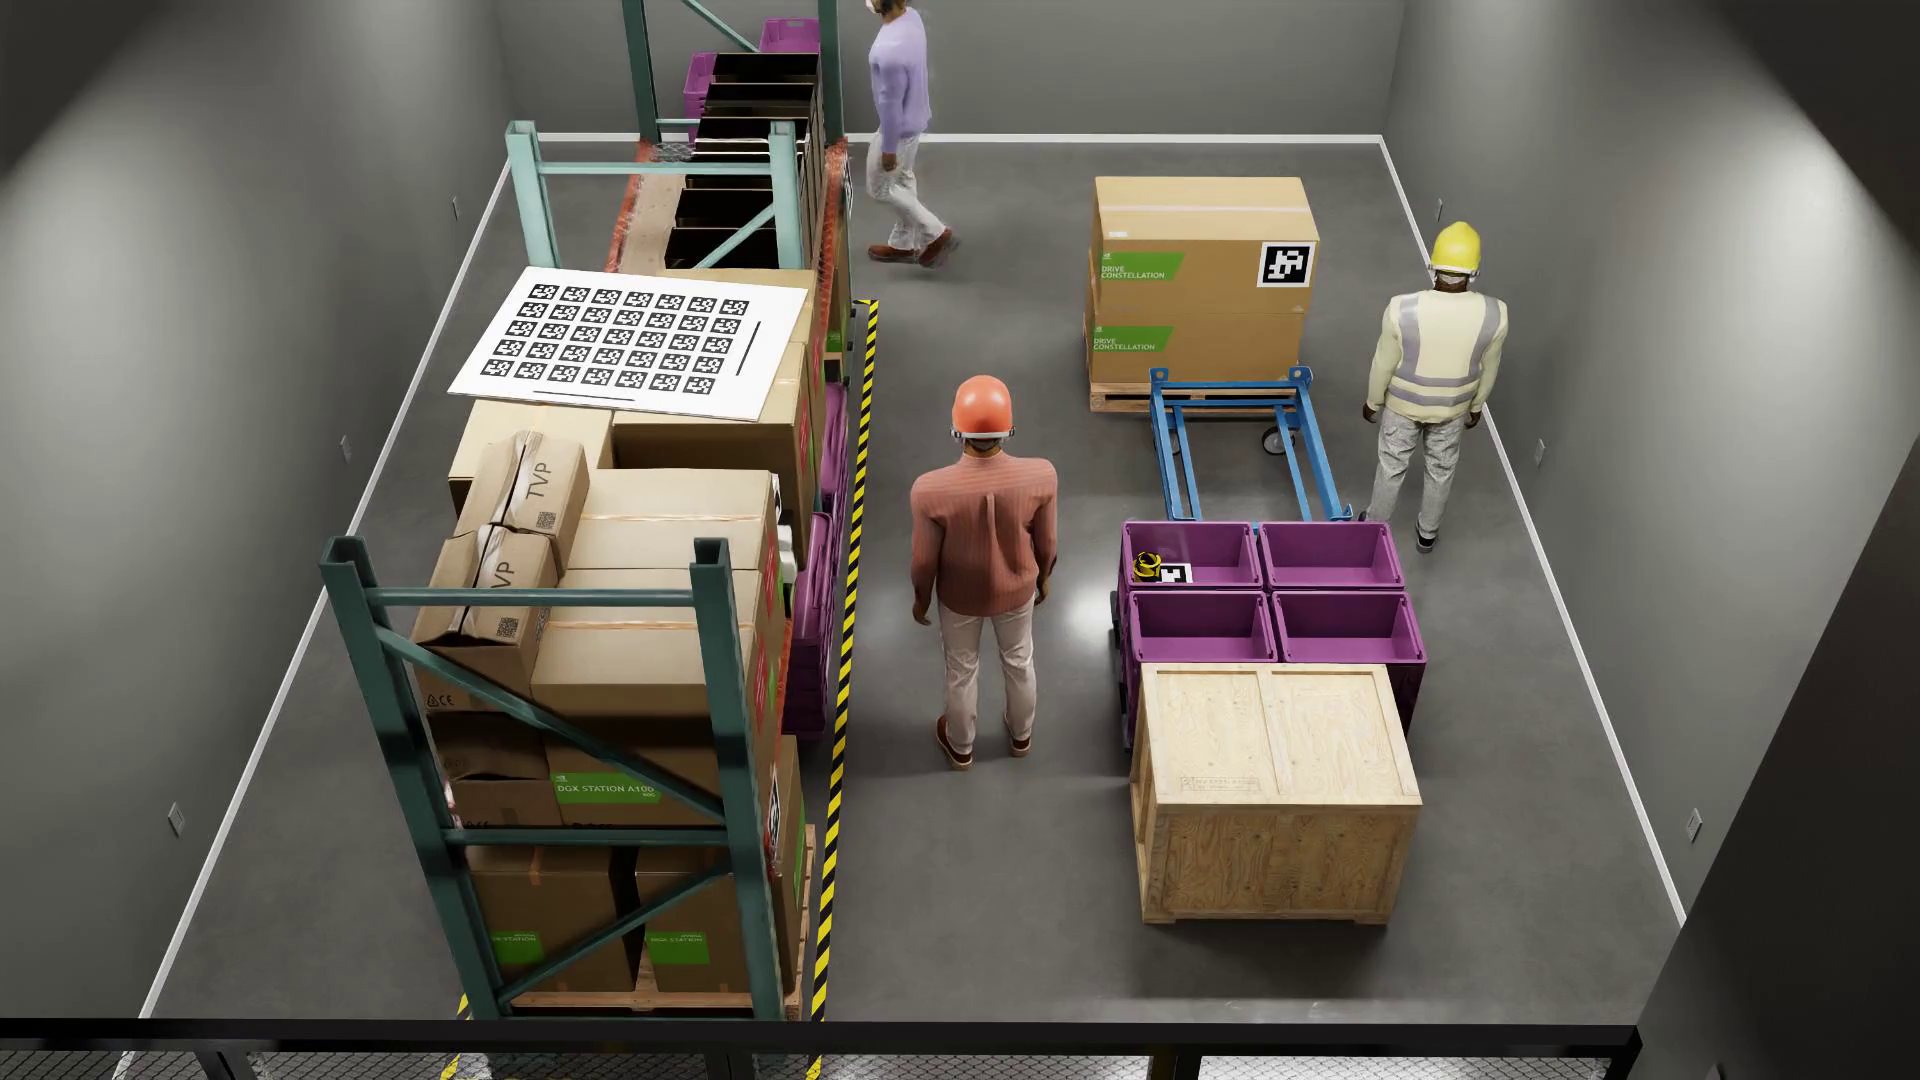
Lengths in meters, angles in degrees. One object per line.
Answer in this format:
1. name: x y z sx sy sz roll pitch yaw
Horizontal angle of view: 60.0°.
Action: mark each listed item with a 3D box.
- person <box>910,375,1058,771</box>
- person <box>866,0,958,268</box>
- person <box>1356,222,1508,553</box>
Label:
1. person: 0.094 0.169 6.878 0.611 1.996 0.387 -8 42 -9
2. person: -0.328 -2.482 9.950 0.508 1.927 0.648 7 42 8
3. person: 2.240 -0.696 7.988 0.588 1.831 0.403 2 41 3
